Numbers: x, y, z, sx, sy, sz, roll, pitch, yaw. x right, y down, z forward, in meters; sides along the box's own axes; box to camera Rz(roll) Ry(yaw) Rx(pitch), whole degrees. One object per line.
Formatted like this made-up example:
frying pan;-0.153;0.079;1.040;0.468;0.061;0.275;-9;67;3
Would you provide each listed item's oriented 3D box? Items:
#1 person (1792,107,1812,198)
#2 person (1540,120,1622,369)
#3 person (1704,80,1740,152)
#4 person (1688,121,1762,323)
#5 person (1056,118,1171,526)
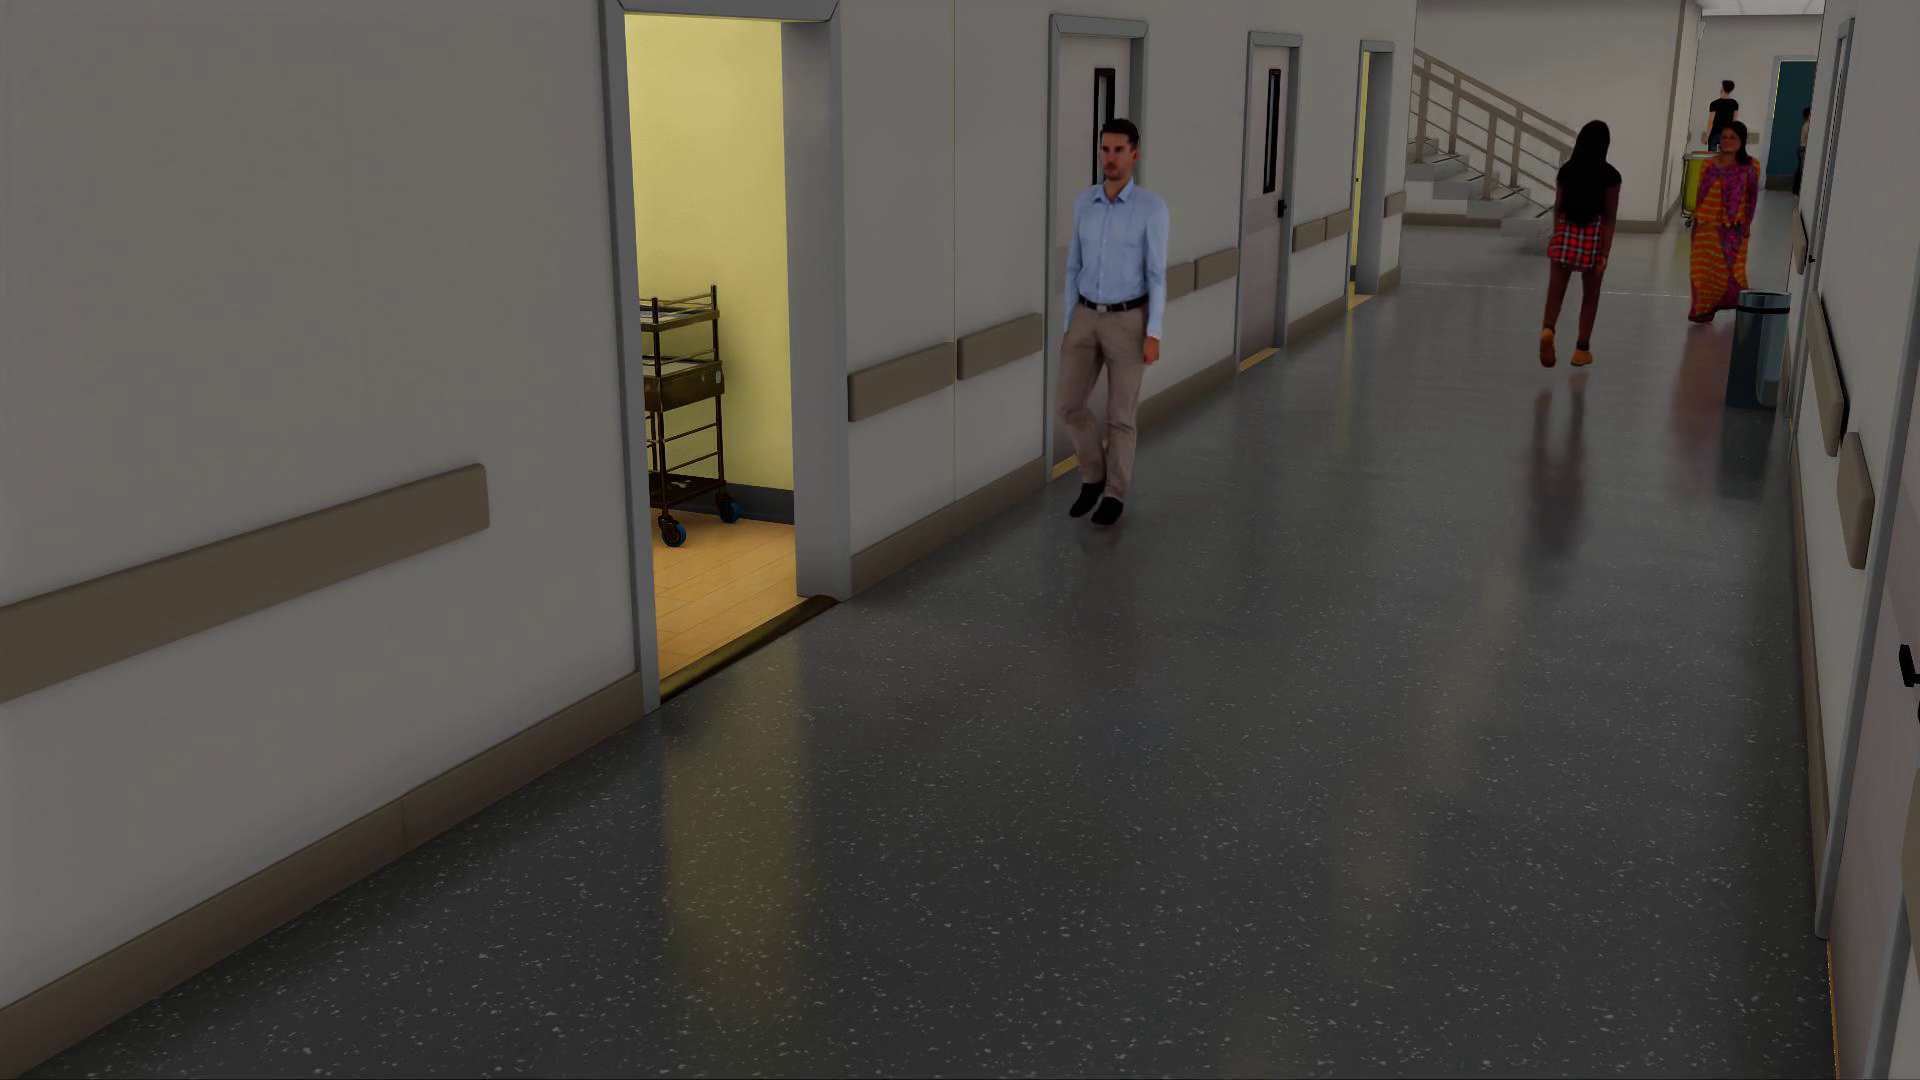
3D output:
person;14.211;-6.522;27.957;0.592;1.465;0.610;2;16;8
person;4.231;-1.984;11.431;1.087;1.699;0.747;10;19;31
person;13.219;-7.010;28.891;0.659;1.898;0.808;0;16;1
person;6.361;-2.637;13.814;0.933;1.664;0.825;13;20;38
person;0.723;-0.984;7.647;0.541;1.828;0.731;8;18;26
